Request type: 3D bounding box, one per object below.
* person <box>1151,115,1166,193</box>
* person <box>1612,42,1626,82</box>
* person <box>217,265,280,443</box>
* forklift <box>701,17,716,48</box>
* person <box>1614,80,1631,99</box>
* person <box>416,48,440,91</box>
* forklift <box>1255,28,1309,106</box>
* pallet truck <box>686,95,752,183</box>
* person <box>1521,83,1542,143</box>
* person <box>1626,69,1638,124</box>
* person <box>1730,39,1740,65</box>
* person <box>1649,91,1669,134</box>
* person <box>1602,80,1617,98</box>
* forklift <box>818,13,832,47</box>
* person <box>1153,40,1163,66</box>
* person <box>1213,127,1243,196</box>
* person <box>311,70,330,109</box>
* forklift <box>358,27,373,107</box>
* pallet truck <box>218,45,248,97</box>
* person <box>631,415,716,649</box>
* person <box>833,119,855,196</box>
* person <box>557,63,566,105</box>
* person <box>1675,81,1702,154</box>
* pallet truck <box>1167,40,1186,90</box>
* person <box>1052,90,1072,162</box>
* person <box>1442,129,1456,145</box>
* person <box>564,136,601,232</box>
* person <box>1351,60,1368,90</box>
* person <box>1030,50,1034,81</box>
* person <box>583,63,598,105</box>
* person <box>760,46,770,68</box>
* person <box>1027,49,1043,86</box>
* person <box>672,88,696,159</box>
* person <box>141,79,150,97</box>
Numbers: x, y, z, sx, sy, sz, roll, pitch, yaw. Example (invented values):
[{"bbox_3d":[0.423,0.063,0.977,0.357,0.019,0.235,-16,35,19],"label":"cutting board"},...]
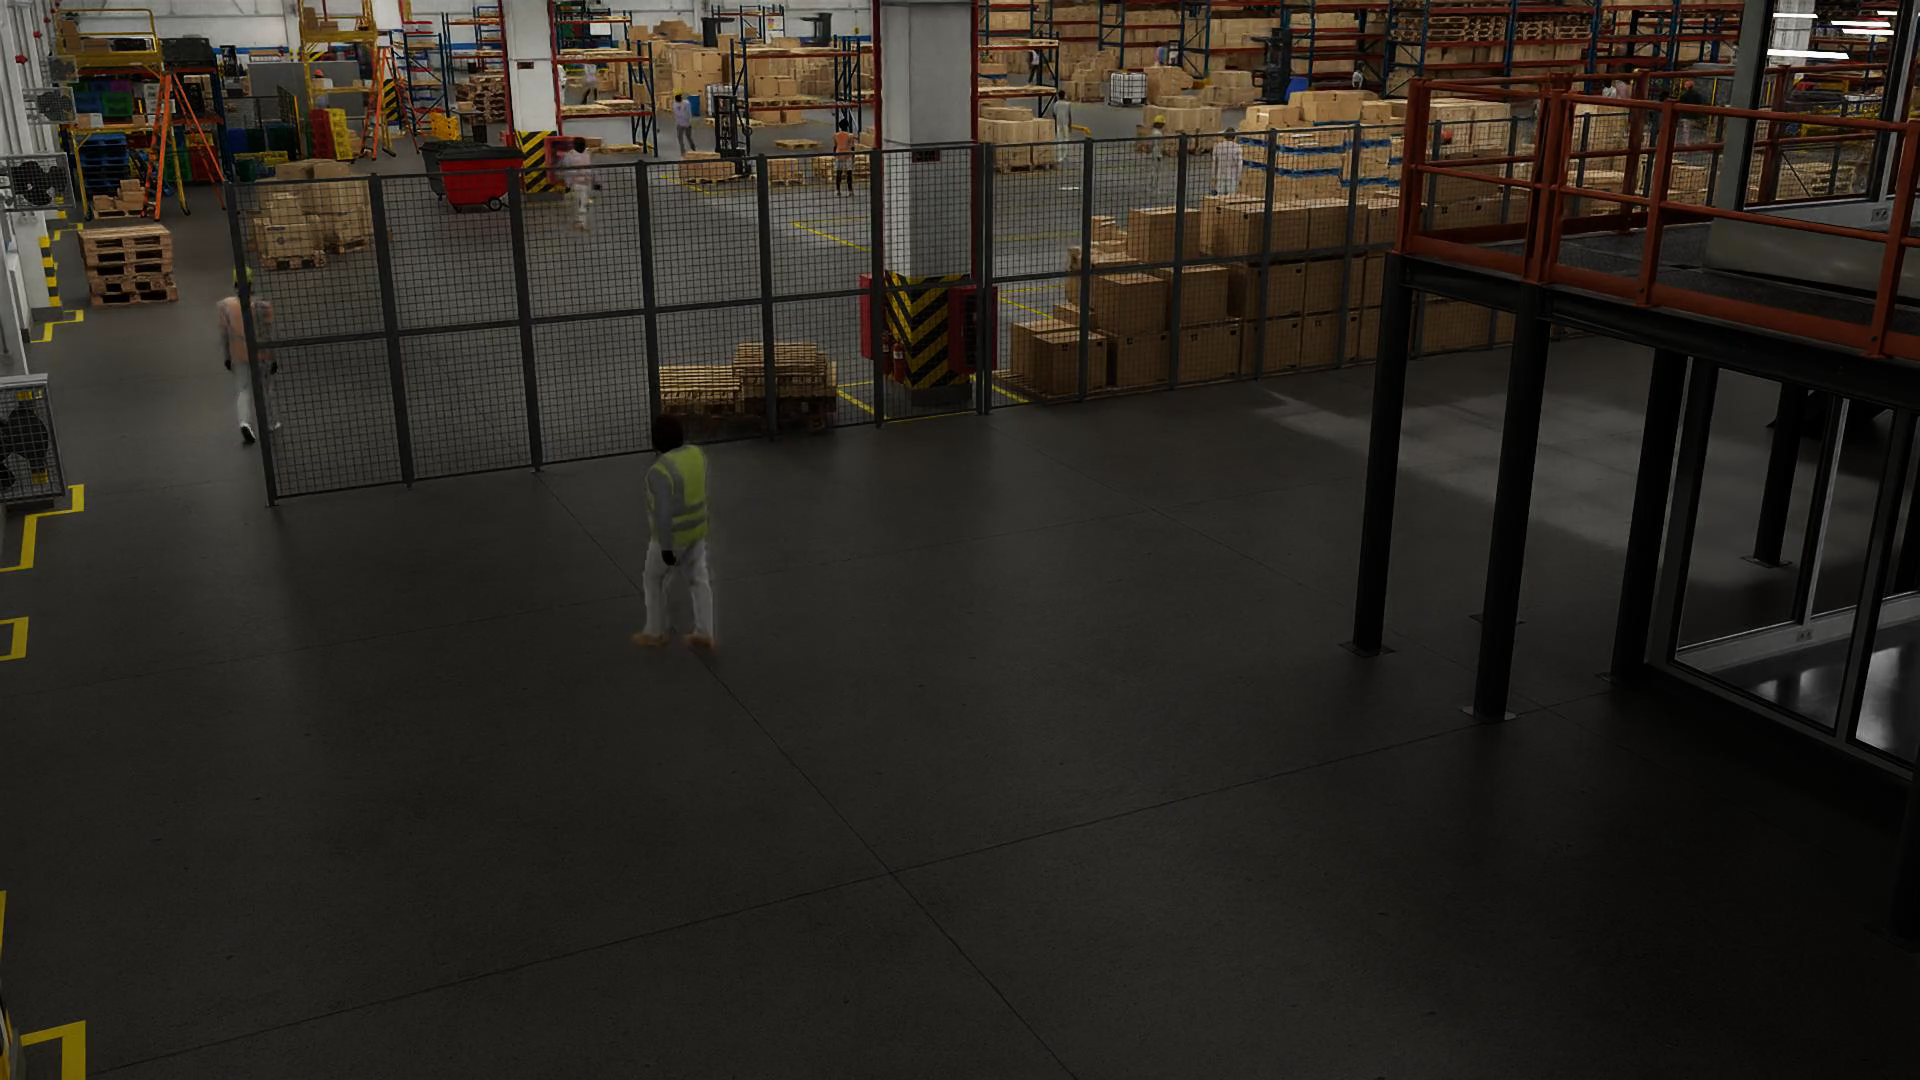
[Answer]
[{"bbox_3d":[4.512,-8.779,37.846,0.308,1.747,0.490,3,19,9],"label":"person"},{"bbox_3d":[29.460,-21.579,74.732,0.660,1.874,0.850,-12,23,-32],"label":"person"},{"bbox_3d":[-7.702,-2.018,18.016,0.598,1.899,0.871,-3,19,-8],"label":"person"},{"bbox_3d":[-10.921,-21.323,72.480,1.873,2.768,1.129,-9,21,-25],"label":"forklift"},{"bbox_3d":[20.702,-13.732,52.225,0.543,1.727,0.876,1,19,4],"label":"person"},{"bbox_3d":[-22.034,-19.489,68.668,0.979,1.900,0.634,-2,19,-6],"label":"person"},{"bbox_3d":[11.625,-17.087,60.202,1.873,2.768,1.129,-9,21,-25],"label":"forklift"},{"bbox_3d":[-5.836,-9.608,39.856,0.823,1.965,1.885,10,22,27],"label":"pallet truck"},{"bbox_3d":[16.331,-11.982,46.990,0.926,1.833,0.529,17,26,41],"label":"person"},{"bbox_3d":[22.124,-14.584,54.645,0.351,1.757,0.523,8,20,21],"label":"person"},{"bbox_3d":[33.568,-20.757,72.164,0.831,2.005,0.650,-2,19,-7],"label":"person"},{"bbox_3d":[19.483,-11.694,46.402,0.522,1.665,0.783,-3,19,-9],"label":"person"},{"bbox_3d":[18.785,-12.500,48.304,0.367,1.960,0.604,-4,19,-11],"label":"person"},{"bbox_3d":[-6.437,-23.872,79.870,1.873,2.768,1.129,-9,21,-25],"label":"forklift"},{"bbox_3d":[8.799,-21.311,74.053,0.440,1.814,0.663,-7,20,-19],"label":"person"},{"bbox_3d":[5.280,-7.143,32.808,0.627,1.935,0.371,13,23,32],"label":"person"},{"bbox_3d":[-19.600,-13.425,51.025,0.543,1.927,0.375,5,20,13],"label":"person"},{"bbox_3d":[-21.672,-17.492,61.376,1.129,2.768,1.873,16,25,38],"label":"forklift"},{"bbox_3d":[-28.879,-18.665,66.111,0.823,1.965,1.885,-3,19,-9],"label":"pallet truck"},{"bbox_3d":[-2.183,-0.061,12.465,0.761,1.816,0.639,10,21,26],"label":"person"},{"bbox_3d":[-2.603,-8.603,37.412,0.533,1.690,0.321,5,20,14],"label":"person"},{"bbox_3d":[-14.236,-16.318,59.480,0.355,1.883,0.575,-6,20,-18],"label":"person"},{"bbox_3d":[20.140,-11.708,46.037,0.621,1.927,0.982,0,19,-1],"label":"person"},{"bbox_3d":[9.045,-19.971,69.895,0.823,1.965,1.885,-3,19,-8],"label":"pallet truck"},{"bbox_3d":[2.680,-11.006,44.149,0.555,1.835,0.842,-2,19,-6],"label":"person"},{"bbox_3d":[9.458,-7.064,32.595,0.649,1.923,0.557,-15,24,-36],"label":"person"},{"bbox_3d":[-7.280,-6.894,32.247,0.646,1.817,0.647,12,22,31],"label":"person"},{"bbox_3d":[13.049,-14.631,54.349,0.536,2.000,0.674,5,20,14],"label":"person"},{"bbox_3d":[3.410,-21.532,74.985,0.523,1.616,0.658,9,21,24],"label":"person"},{"bbox_3d":[-13.616,-16.936,61.227,0.721,1.916,0.556,17,25,40],"label":"person"},{"bbox_3d":[-7.903,-18.842,66.742,0.629,1.921,0.799,-6,20,-16],"label":"person"},{"bbox_3d":[3.184,-20.294,71.031,0.610,1.882,0.752,-9,21,-25],"label":"person"},{"bbox_3d":[-7.358,-11.110,44.377,0.616,1.886,0.827,5,20,13],"label":"person"},{"bbox_3d":[-25.082,-13.432,51.495,0.517,1.634,0.313,9,21,25],"label":"person"}]
